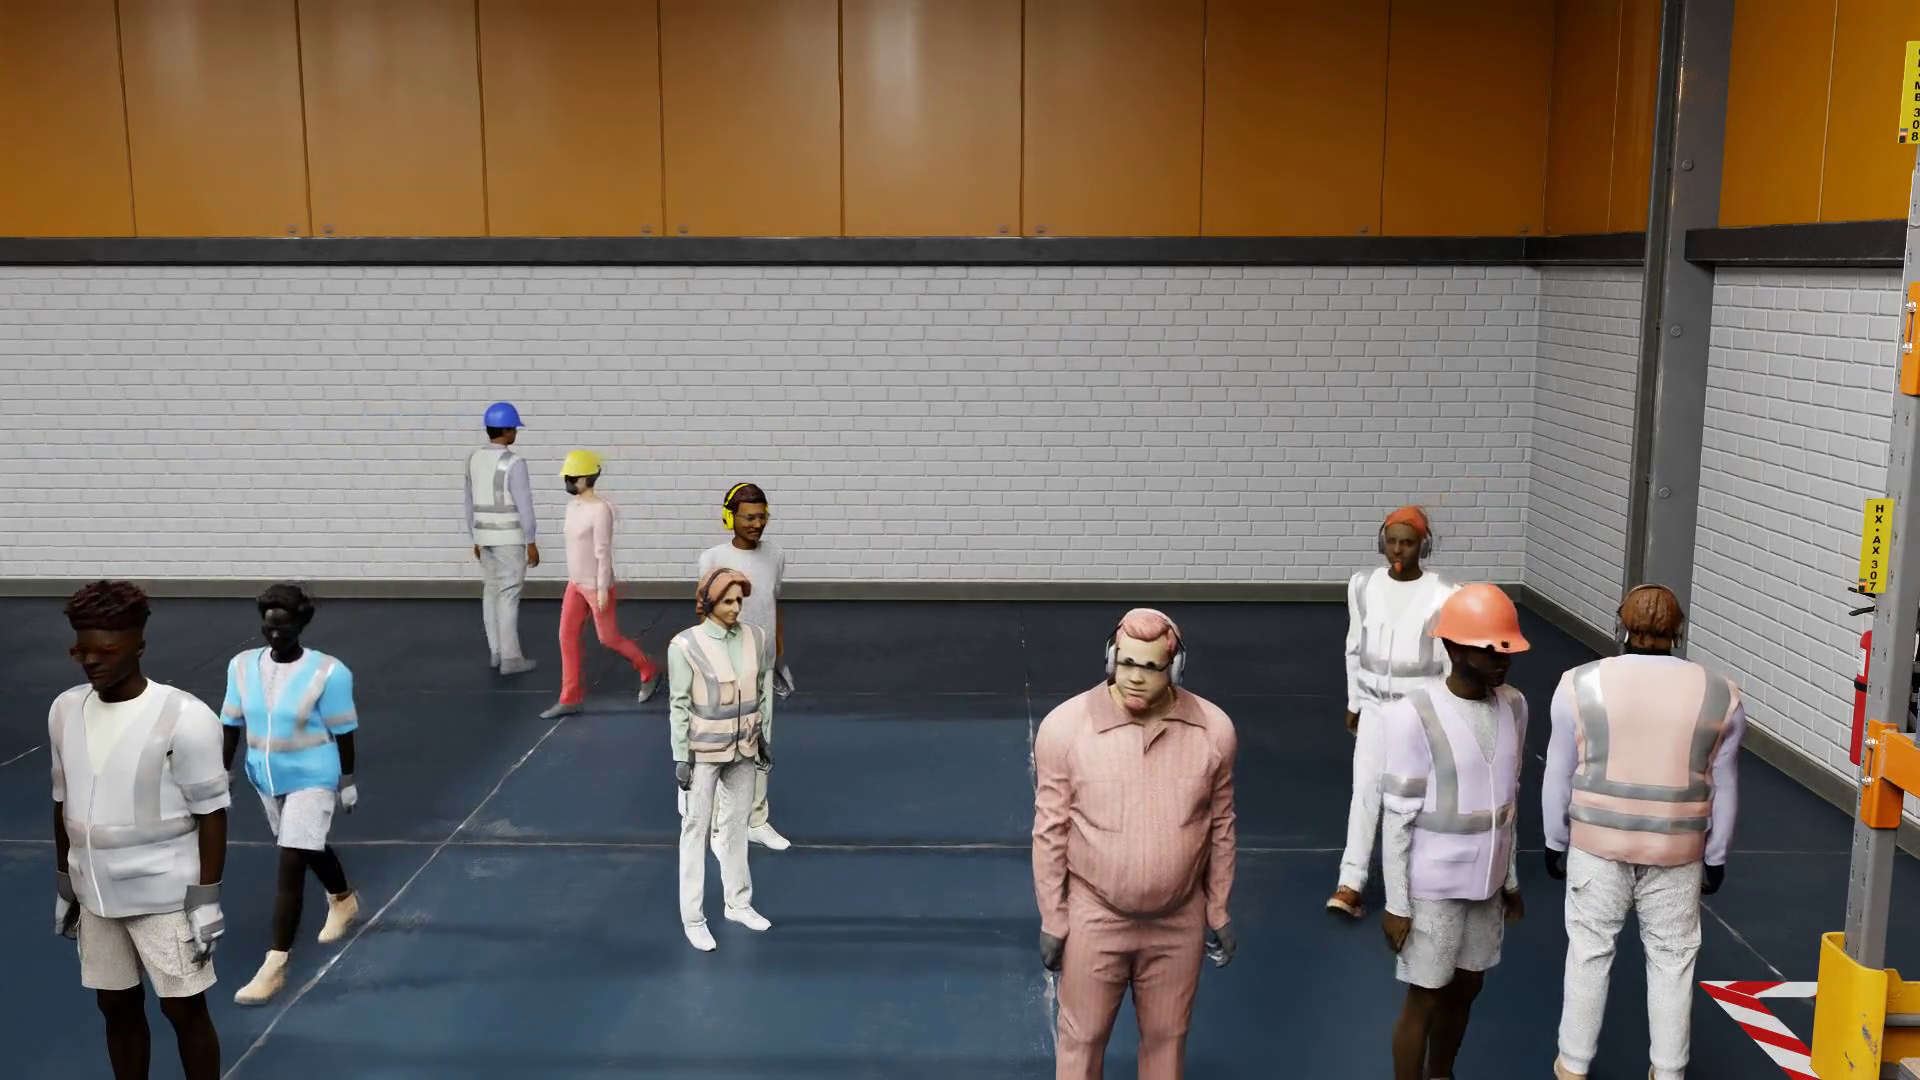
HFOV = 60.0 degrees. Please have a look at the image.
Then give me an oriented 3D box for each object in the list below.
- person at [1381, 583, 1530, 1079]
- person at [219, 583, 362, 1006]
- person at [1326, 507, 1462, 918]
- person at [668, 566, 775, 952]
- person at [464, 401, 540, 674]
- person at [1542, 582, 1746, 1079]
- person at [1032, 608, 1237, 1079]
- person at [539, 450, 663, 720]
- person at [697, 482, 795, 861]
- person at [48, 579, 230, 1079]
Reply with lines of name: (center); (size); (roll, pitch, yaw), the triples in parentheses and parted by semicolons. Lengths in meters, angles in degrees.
person: (1.579, 1.089, 5.347); (0.566, 1.931, 0.520); (-5, 11, -28)
person: (-2.728, 0.969, 6.824); (0.539, 1.653, 0.903); (3, 10, 15)
person: (1.983, 0.768, 7.492); (0.597, 1.834, 0.993); (6, 11, 34)
person: (-1.026, 0.922, 7.158); (0.311, 1.638, 0.514); (9, 13, 43)
person: (-3.263, -0.021, 11.894); (0.615, 1.944, 0.400); (7, 12, 36)
person: (2.347, 1.056, 5.781); (0.630, 1.835, 0.429); (3, 10, 16)
person: (0.539, 1.141, 5.054); (0.639, 1.904, 0.402); (-1, 10, -8)
person: (-2.326, 0.268, 10.765); (0.797, 1.740, 0.526); (-9, 13, -42)
person: (-1.047, 0.640, 8.167); (0.534, 1.864, 0.310); (-8, 13, -41)
person: (-2.573, 1.086, 5.195); (0.615, 1.961, 0.361); (3, 10, 15)
